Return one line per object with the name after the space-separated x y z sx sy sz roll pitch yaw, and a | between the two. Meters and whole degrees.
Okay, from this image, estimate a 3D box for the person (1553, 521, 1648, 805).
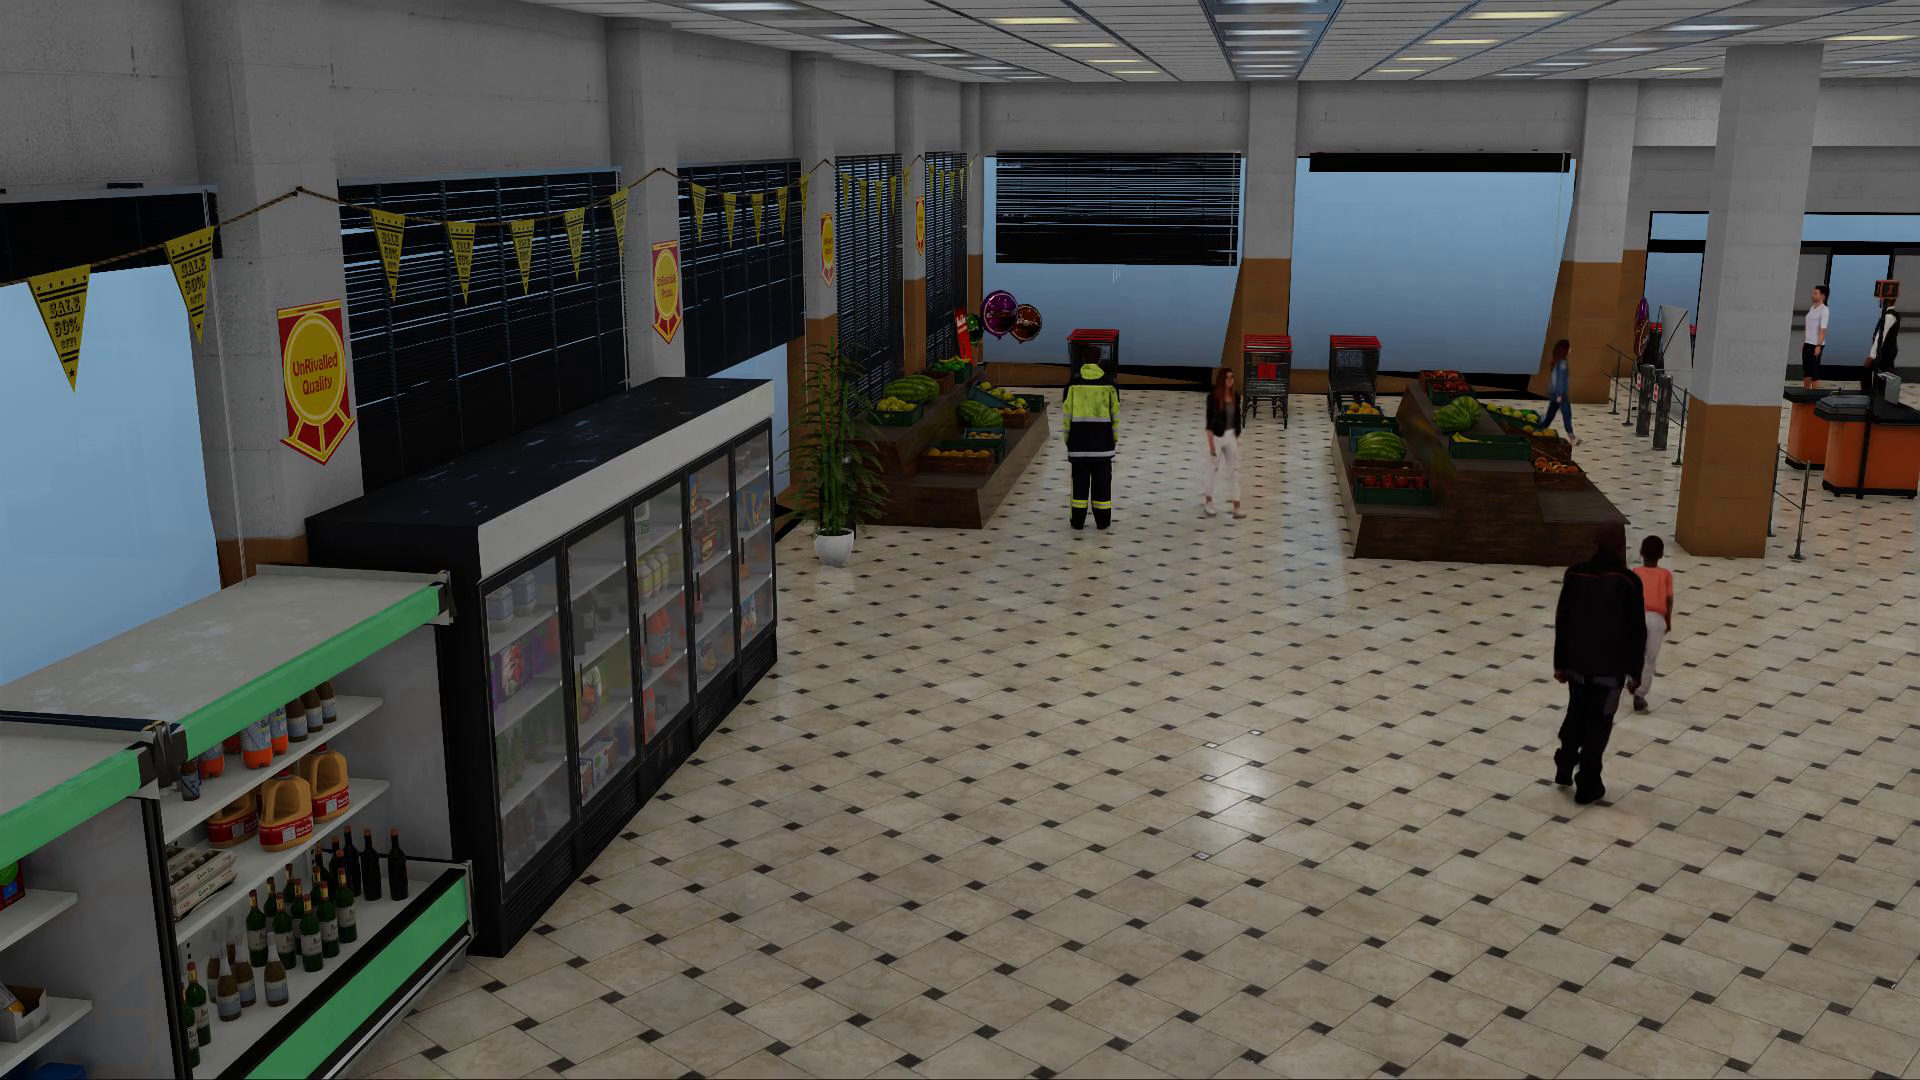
3.966 0.786 10.456 0.830 1.816 0.863 13 19 43 | person

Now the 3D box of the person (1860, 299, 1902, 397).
13.878 -2.731 24.779 0.929 1.899 0.909 8 16 31 | person

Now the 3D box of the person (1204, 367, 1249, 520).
2.857 -1.080 18.448 0.859 1.675 1.082 -3 14 -13 | person

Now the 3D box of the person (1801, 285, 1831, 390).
13.650 -3.140 26.566 0.752 1.852 0.549 0 14 2 | person

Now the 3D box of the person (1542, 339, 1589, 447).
8.082 -1.984 22.637 0.685 1.458 0.795 1 14 6 | person

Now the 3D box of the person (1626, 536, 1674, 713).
5.036 0.634 12.209 0.642 1.286 0.865 8 16 29 | person

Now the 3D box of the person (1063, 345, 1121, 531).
1.402 -1.110 17.923 0.802 1.981 0.684 1 14 2 | person
